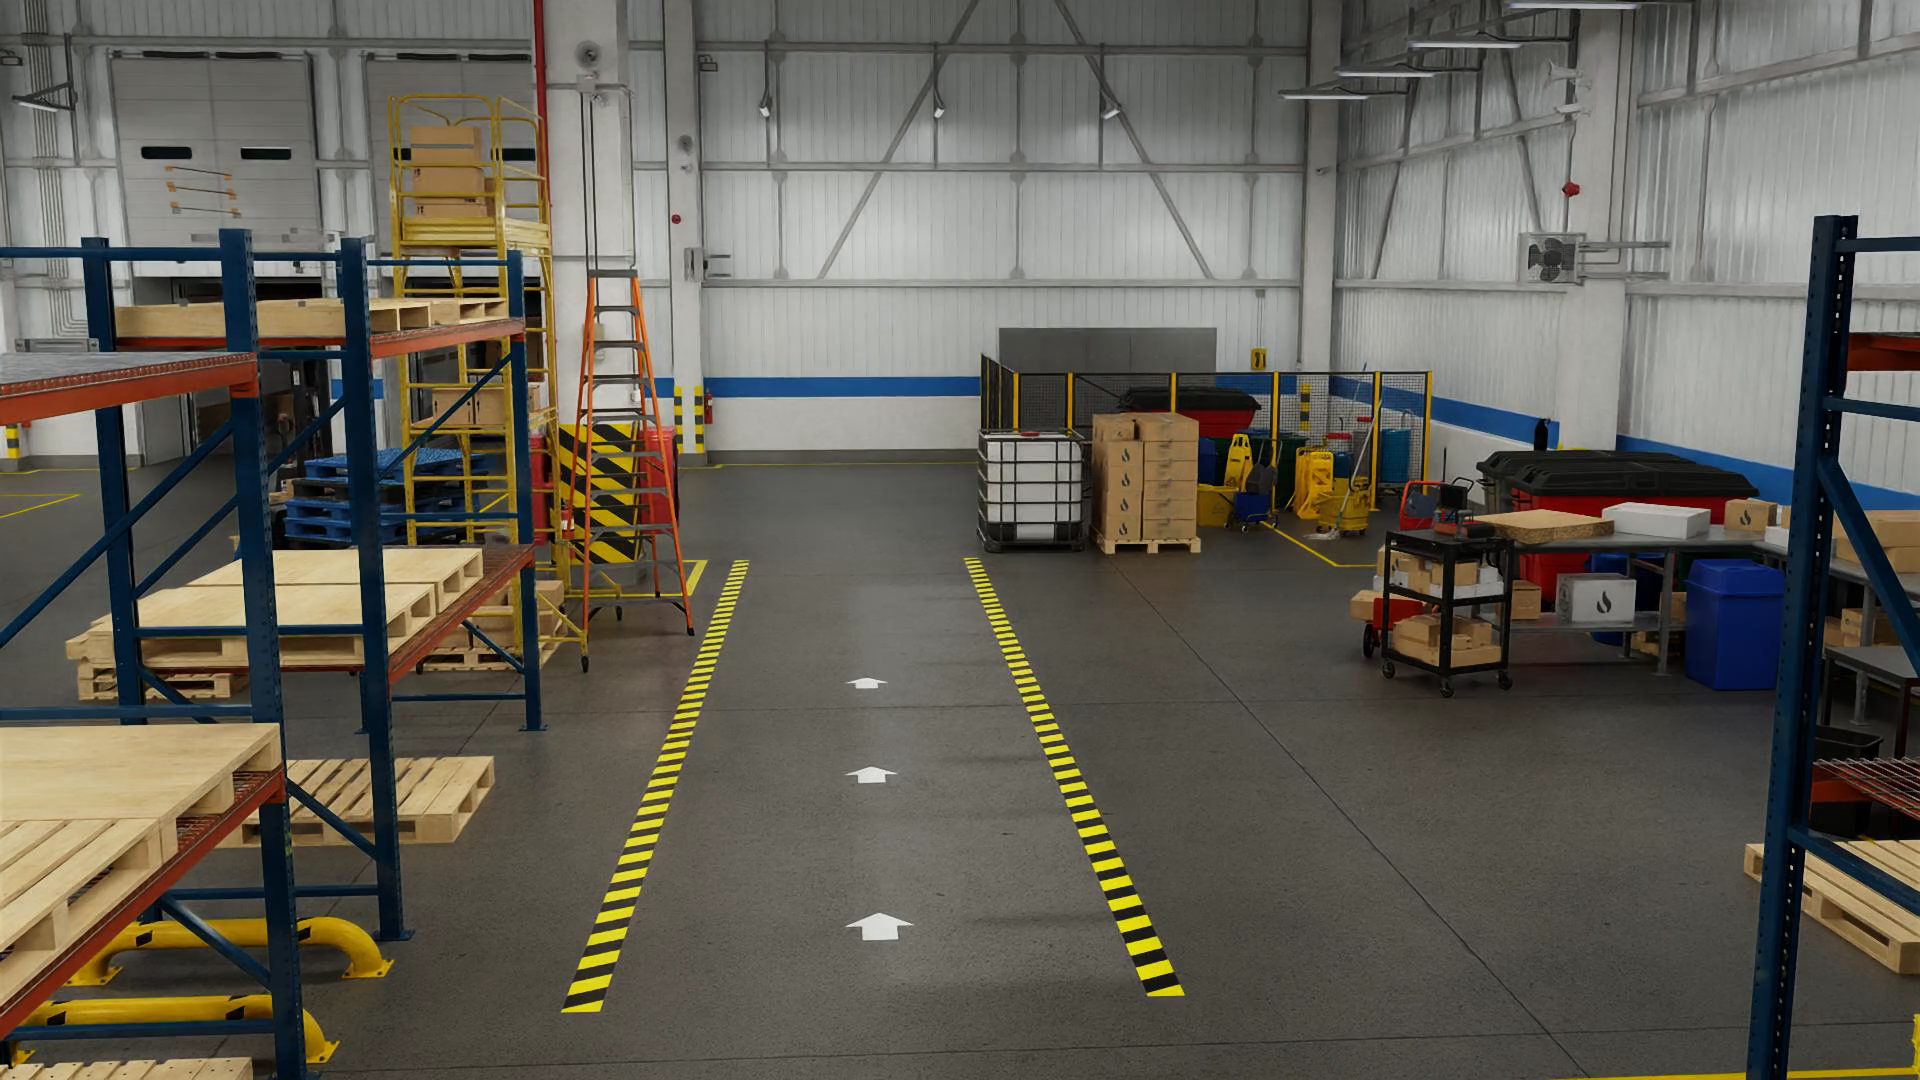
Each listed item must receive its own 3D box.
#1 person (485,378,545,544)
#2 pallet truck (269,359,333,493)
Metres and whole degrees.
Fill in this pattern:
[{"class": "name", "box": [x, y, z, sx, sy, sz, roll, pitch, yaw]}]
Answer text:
[{"class": "person", "box": [-4.498, -0.802, 17.423, 1.003, 1.826, 0.613, -3, 10, -18]}, {"class": "pallet truck", "box": [-7.062, -1.131, 18.996, 1.885, 1.965, 0.823, 2, 9, 13]}]
